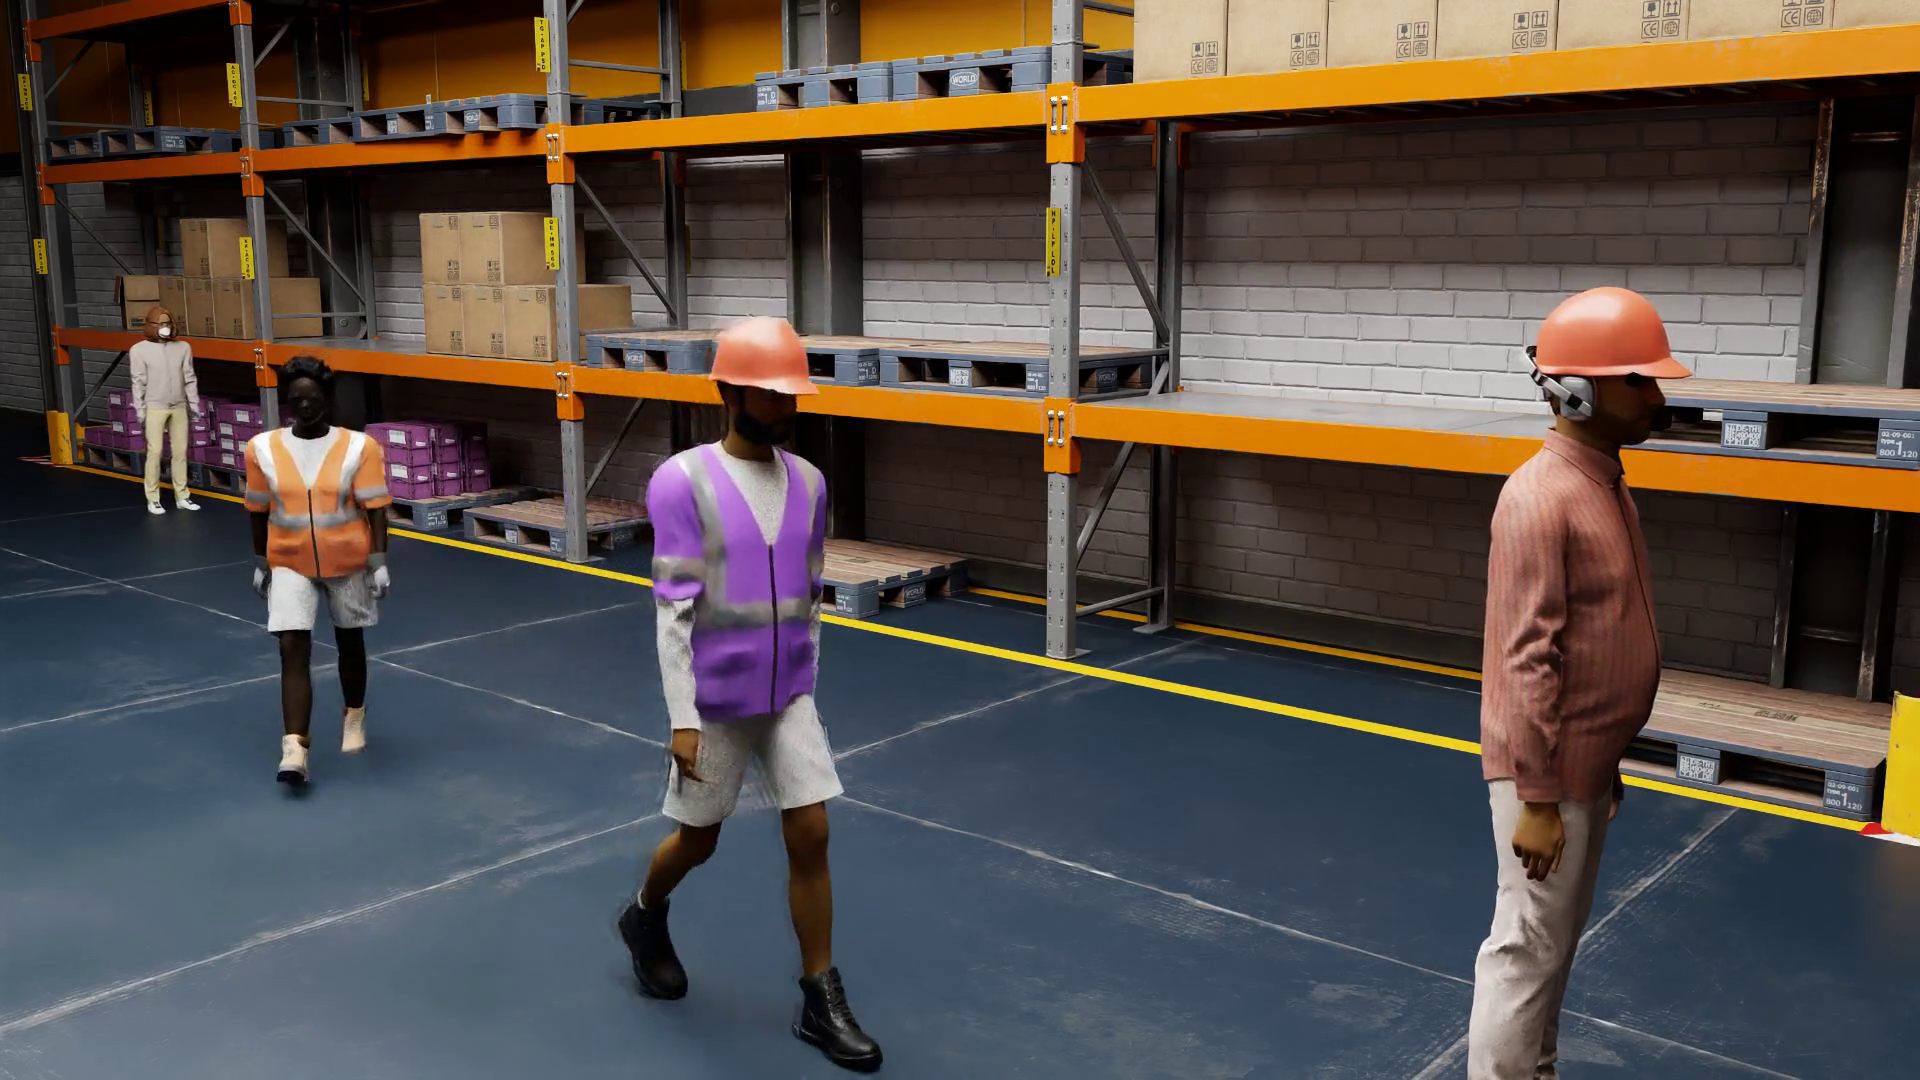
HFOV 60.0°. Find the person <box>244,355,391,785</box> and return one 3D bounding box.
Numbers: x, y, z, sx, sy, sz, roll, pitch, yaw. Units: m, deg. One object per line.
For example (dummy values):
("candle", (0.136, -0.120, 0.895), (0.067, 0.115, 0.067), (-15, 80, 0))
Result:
("person", (-2.514, 0.114, 6.523), (0.554, 1.650, 0.871), (-3, 10, -15))

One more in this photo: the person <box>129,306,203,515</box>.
("person", (-6.235, -1.017, 13.063), (0.278, 1.626, 0.505), (7, 12, 34))

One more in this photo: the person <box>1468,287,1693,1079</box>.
("person", (1.295, 0.469, 3.543), (0.382, 1.995, 0.612), (6, 12, 31))

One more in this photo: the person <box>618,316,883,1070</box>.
("person", (-0.576, 0.372, 4.344), (0.562, 1.911, 0.876), (-8, 13, -38))
